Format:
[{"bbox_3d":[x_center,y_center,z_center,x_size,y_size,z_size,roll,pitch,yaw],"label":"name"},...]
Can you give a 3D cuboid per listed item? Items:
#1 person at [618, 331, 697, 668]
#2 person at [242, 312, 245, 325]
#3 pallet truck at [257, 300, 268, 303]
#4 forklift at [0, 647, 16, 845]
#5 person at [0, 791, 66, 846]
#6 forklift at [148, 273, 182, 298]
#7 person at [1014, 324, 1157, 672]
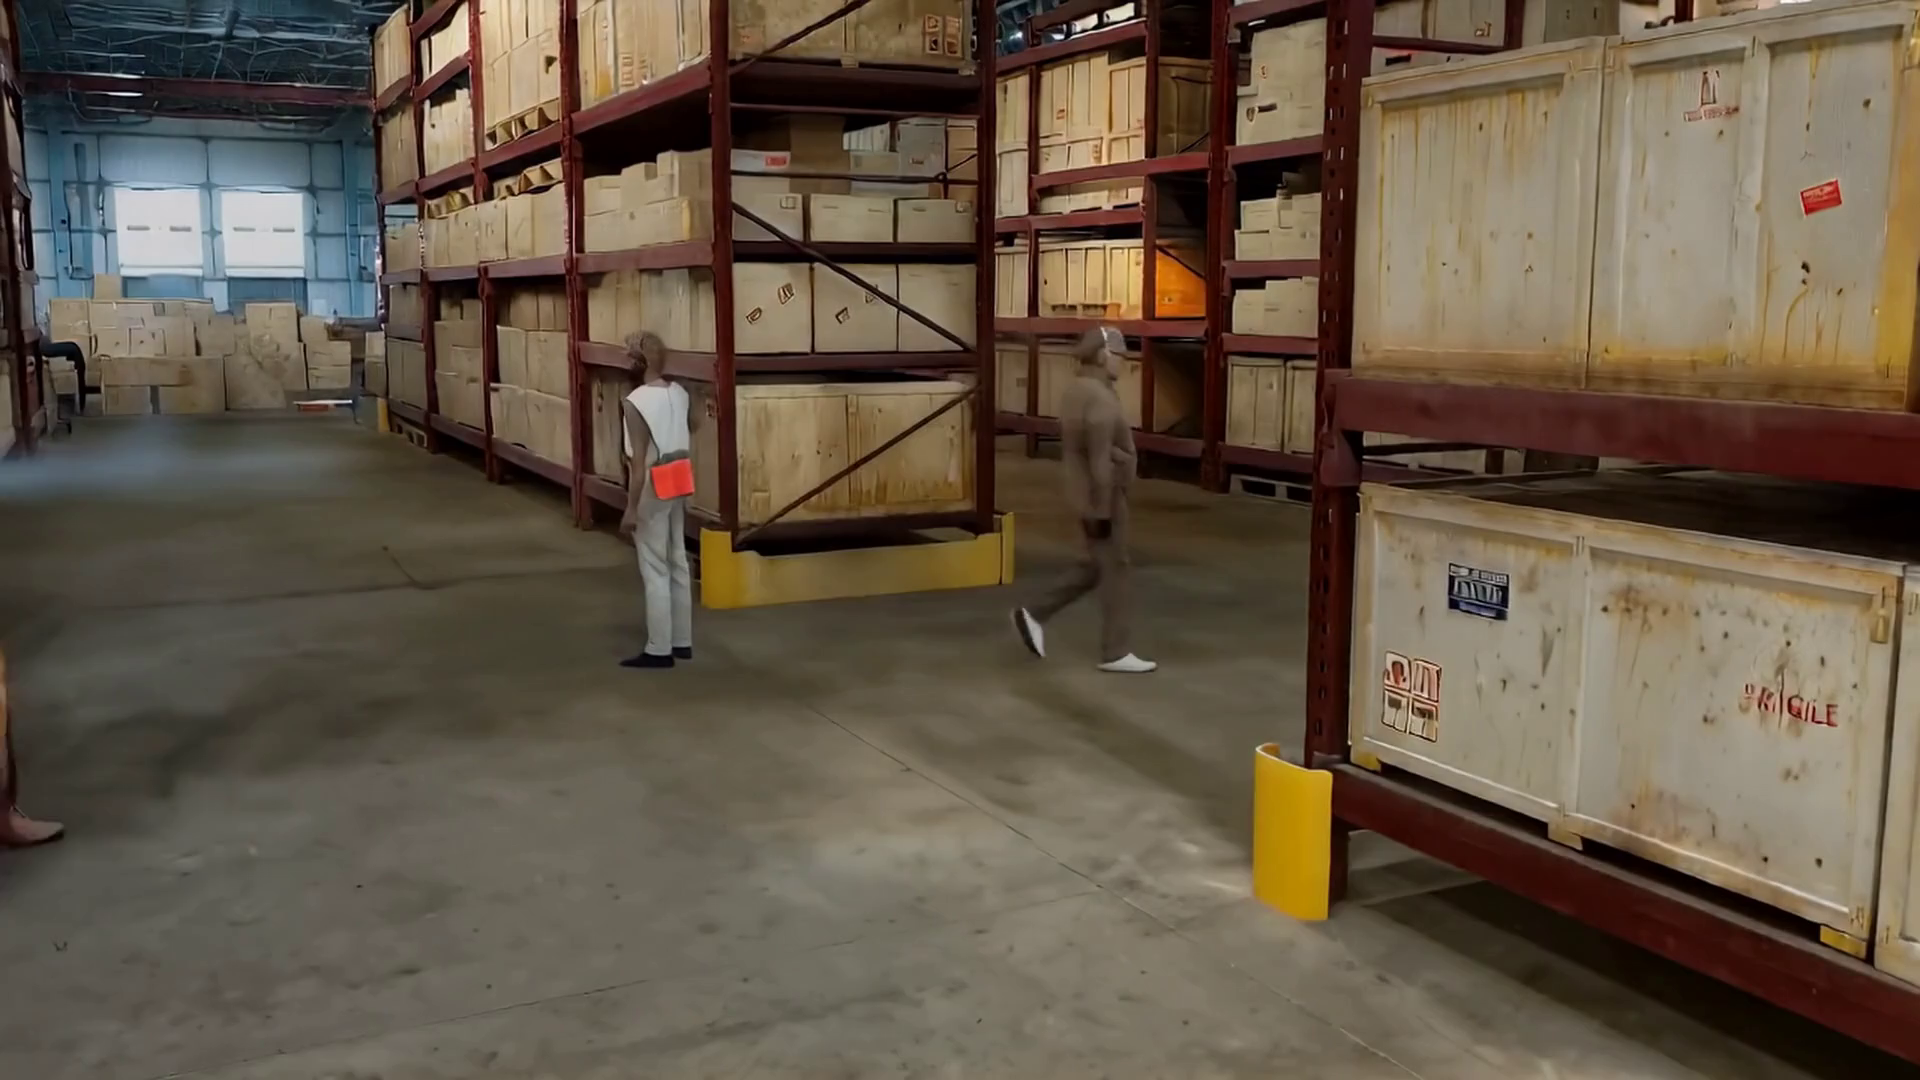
[{"bbox_3d":[-1.657,-0.217,9.124,0.388,1.847,0.563,3,9,19],"label":"person"},{"bbox_3d":[-23.951,-6.896,55.895,0.307,1.640,0.518,-1,8,-6],"label":"person"},{"bbox_3d":[-23.913,-7.404,58.171,1.885,1.965,0.823,-1,8,-9],"label":"pallet truck"},{"bbox_3d":[-4.452,-0.236,5.712,1.873,2.768,1.129,-4,9,-26],"label":"forklift"},{"bbox_3d":[-3.852,0.173,5.917,0.983,2.012,0.621,-2,8,-11],"label":"person"},{"bbox_3d":[-25.023,-7.020,52.496,1.873,2.768,1.129,6,10,35],"label":"forklift"},{"bbox_3d":[0.699,-0.215,8.955,0.671,1.891,0.657,-1,8,-8],"label":"person"}]
